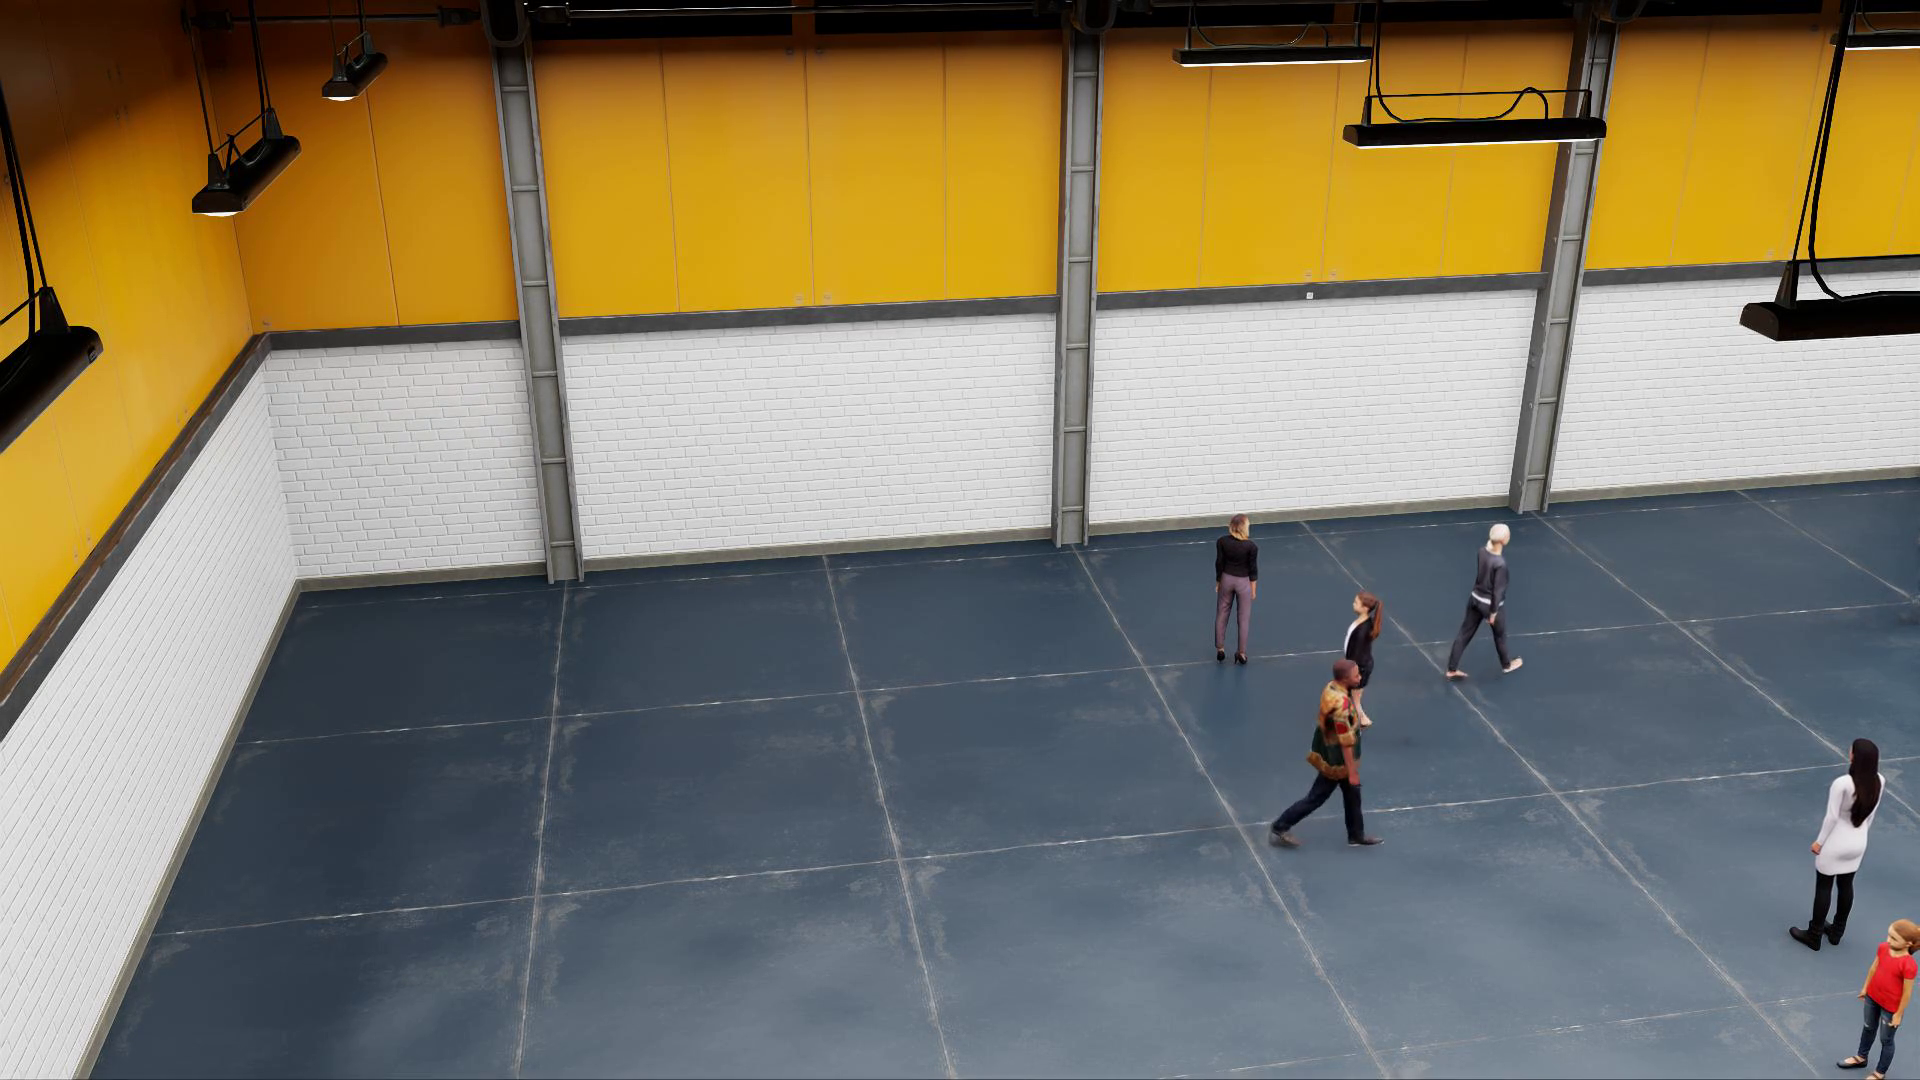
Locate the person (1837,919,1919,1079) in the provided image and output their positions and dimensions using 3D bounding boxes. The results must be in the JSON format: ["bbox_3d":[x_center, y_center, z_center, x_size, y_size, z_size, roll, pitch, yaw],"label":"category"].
[{"bbox_3d":[6.372,3.163,11.433,0.501,1.310,0.506,-6,24,-14],"label":"person"}]

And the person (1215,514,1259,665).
[{"bbox_3d":[2.821,0.506,17.062,0.644,1.672,0.738,11,26,23],"label":"person"}]

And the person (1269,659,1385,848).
[{"bbox_3d":[3.051,1.828,13.909,1.296,1.773,1.002,5,24,12],"label":"person"}]

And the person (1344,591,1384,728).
[{"bbox_3d":[3.824,1.187,15.652,0.703,1.553,0.657,8,25,18],"label":"person"}]

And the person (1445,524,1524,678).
[{"bbox_3d":[5.222,0.649,16.719,1.141,1.685,0.805,-11,26,-23],"label":"person"}]

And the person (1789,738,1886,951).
[{"bbox_3d":[6.752,2.324,12.732,0.482,1.808,0.688,-6,24,-14],"label":"person"}]
